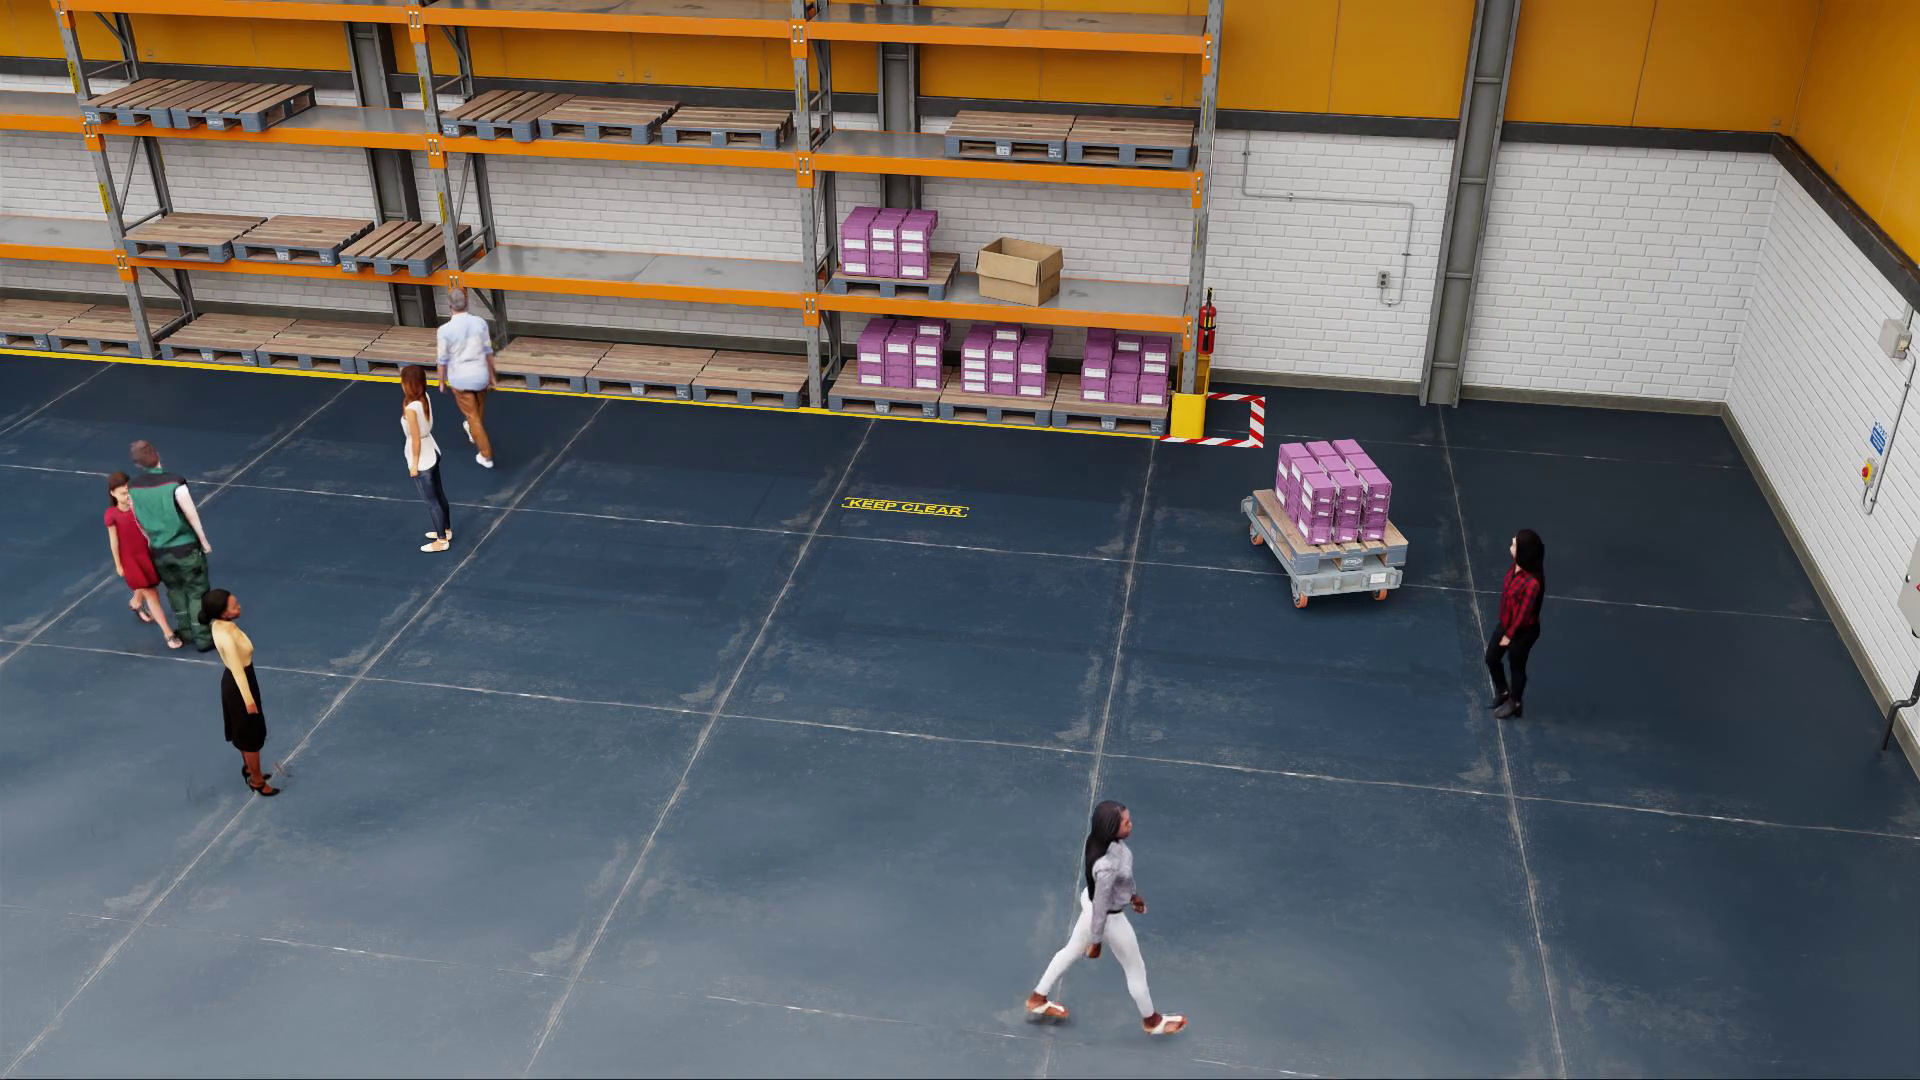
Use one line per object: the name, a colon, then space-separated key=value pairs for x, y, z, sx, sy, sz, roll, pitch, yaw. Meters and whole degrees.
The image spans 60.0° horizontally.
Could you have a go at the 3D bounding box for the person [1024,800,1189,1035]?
person: x=0.750 y=2.210 z=9.672 sx=1.229 sy=1.678 sz=0.719 roll=1 pitch=29 yaw=2

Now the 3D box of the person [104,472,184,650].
person: x=-6.783 y=0.112 z=13.684 sx=1.127 sy=1.518 sz=0.887 roll=21 pitch=35 yaw=33

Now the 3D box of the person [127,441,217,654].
person: x=-6.366 y=0.060 z=13.470 sx=0.548 sy=1.815 sz=0.795 roll=10 pitch=30 yaw=18

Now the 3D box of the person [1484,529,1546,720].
person: x=4.299 y=0.659 z=12.555 sx=0.689 sy=1.640 sz=0.665 roll=-4 pitch=29 yaw=-7

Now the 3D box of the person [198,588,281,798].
person: x=-5.095 y=1.072 z=11.783 sx=0.723 sy=1.654 sz=0.672 roll=-16 pitch=33 yaw=-27

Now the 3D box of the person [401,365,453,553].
person: x=-4.801 y=-0.739 z=14.966 sx=0.580 sy=1.785 sz=0.620 roll=0 pitch=29 yaw=-1

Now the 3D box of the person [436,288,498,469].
person: x=-4.829 y=-1.567 z=16.483 sx=1.120 sy=1.786 sz=1.204 roll=-21 pitch=35 yaw=-33
